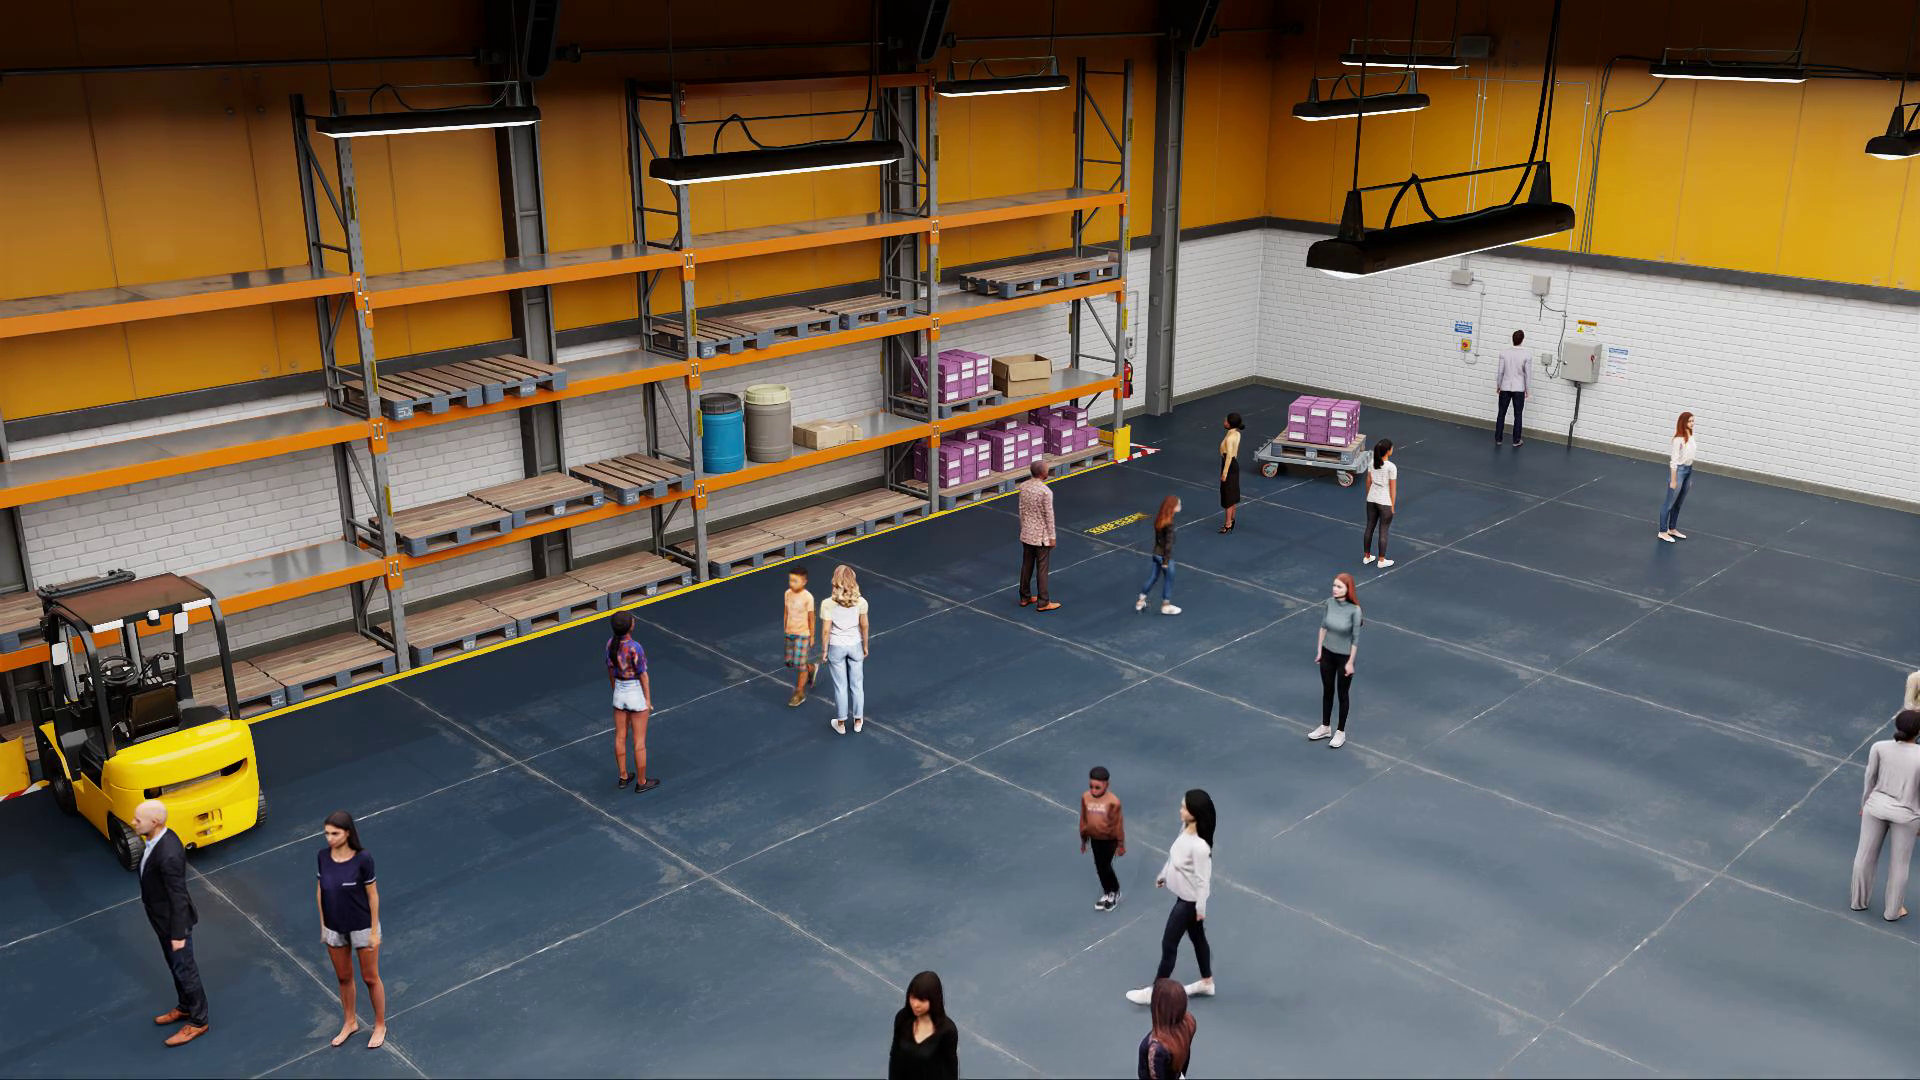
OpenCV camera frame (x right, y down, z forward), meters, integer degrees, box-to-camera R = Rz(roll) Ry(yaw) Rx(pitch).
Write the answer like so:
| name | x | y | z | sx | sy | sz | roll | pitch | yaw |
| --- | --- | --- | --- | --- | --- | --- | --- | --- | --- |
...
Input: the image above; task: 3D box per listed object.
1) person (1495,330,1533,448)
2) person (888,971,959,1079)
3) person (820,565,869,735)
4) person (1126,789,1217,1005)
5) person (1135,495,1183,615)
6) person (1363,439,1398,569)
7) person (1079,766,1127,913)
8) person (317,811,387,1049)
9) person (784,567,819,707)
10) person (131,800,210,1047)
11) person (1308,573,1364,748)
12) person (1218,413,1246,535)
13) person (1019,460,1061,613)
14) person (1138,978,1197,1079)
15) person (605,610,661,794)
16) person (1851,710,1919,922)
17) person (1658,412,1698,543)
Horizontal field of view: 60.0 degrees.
| name | x | y | z | sx | sy | sz | roll | pitch | yaw |
| --- | --- | --- | --- | --- | --- | --- | --- | --- | --- |
| person | 8.804 | -2.426 | 26.498 | 0.734 | 1.851 | 0.672 | 10 | 21 | 26 |
| person | -0.181 | 3.257 | 9.990 | 0.768 | 1.616 | 1.126 | 10 | 21 | 26 |
| person | -1.125 | 1.071 | 16.313 | 0.648 | 1.722 | 0.772 | -5 | 19 | -16 |
| person | 1.727 | 2.560 | 11.962 | 1.014 | 1.679 | 0.945 | -1 | 19 | -2 |
| person | 2.320 | 0.175 | 19.389 | 0.861 | 1.458 | 0.763 | -6 | 20 | -17 |
| person | 5.317 | -0.480 | 21.039 | 0.534 | 1.646 | 0.579 | -15 | 24 | -37 |
| person | 1.182 | 2.349 | 13.280 | 0.555 | 1.236 | 0.515 | 12 | 22 | 33 |
| person | -4.200 | 2.673 | 11.488 | 0.662 | 1.766 | 0.699 | 2 | 19 | 7 |
| person | -1.620 | 0.954 | 17.089 | 0.647 | 1.449 | 0.853 | 11 | 21 | 29 |
| person | -5.495 | 2.622 | 11.586 | 0.618 | 1.800 | 0.716 | -14 | 23 | -35 |
| person | 3.651 | 1.143 | 16.065 | 0.550 | 1.743 | 0.581 | -16 | 24 | -39 |
| person | 3.616 | -0.902 | 22.280 | 0.698 | 1.653 | 0.583 | 8 | 20 | 22 |
| person | 0.903 | -0.066 | 19.557 | 0.573 | 1.808 | 0.688 | -16 | 25 | -40 |
| person | 1.195 | 3.300 | 9.874 | 0.694 | 1.608 | 0.535 | 12 | 22 | 33 |
| person | -3.015 | 1.449 | 15.159 | 0.648 | 1.743 | 0.611 | 10 | 21 | 27 |
| person | 7.345 | 2.146 | 13.099 | 0.645 | 1.736 | 0.533 | 16 | 24 | 39 |
| person | 9.527 | -0.856 | 22.026 | 0.489 | 1.729 | 0.673 | -13 | 22 | -33 |
